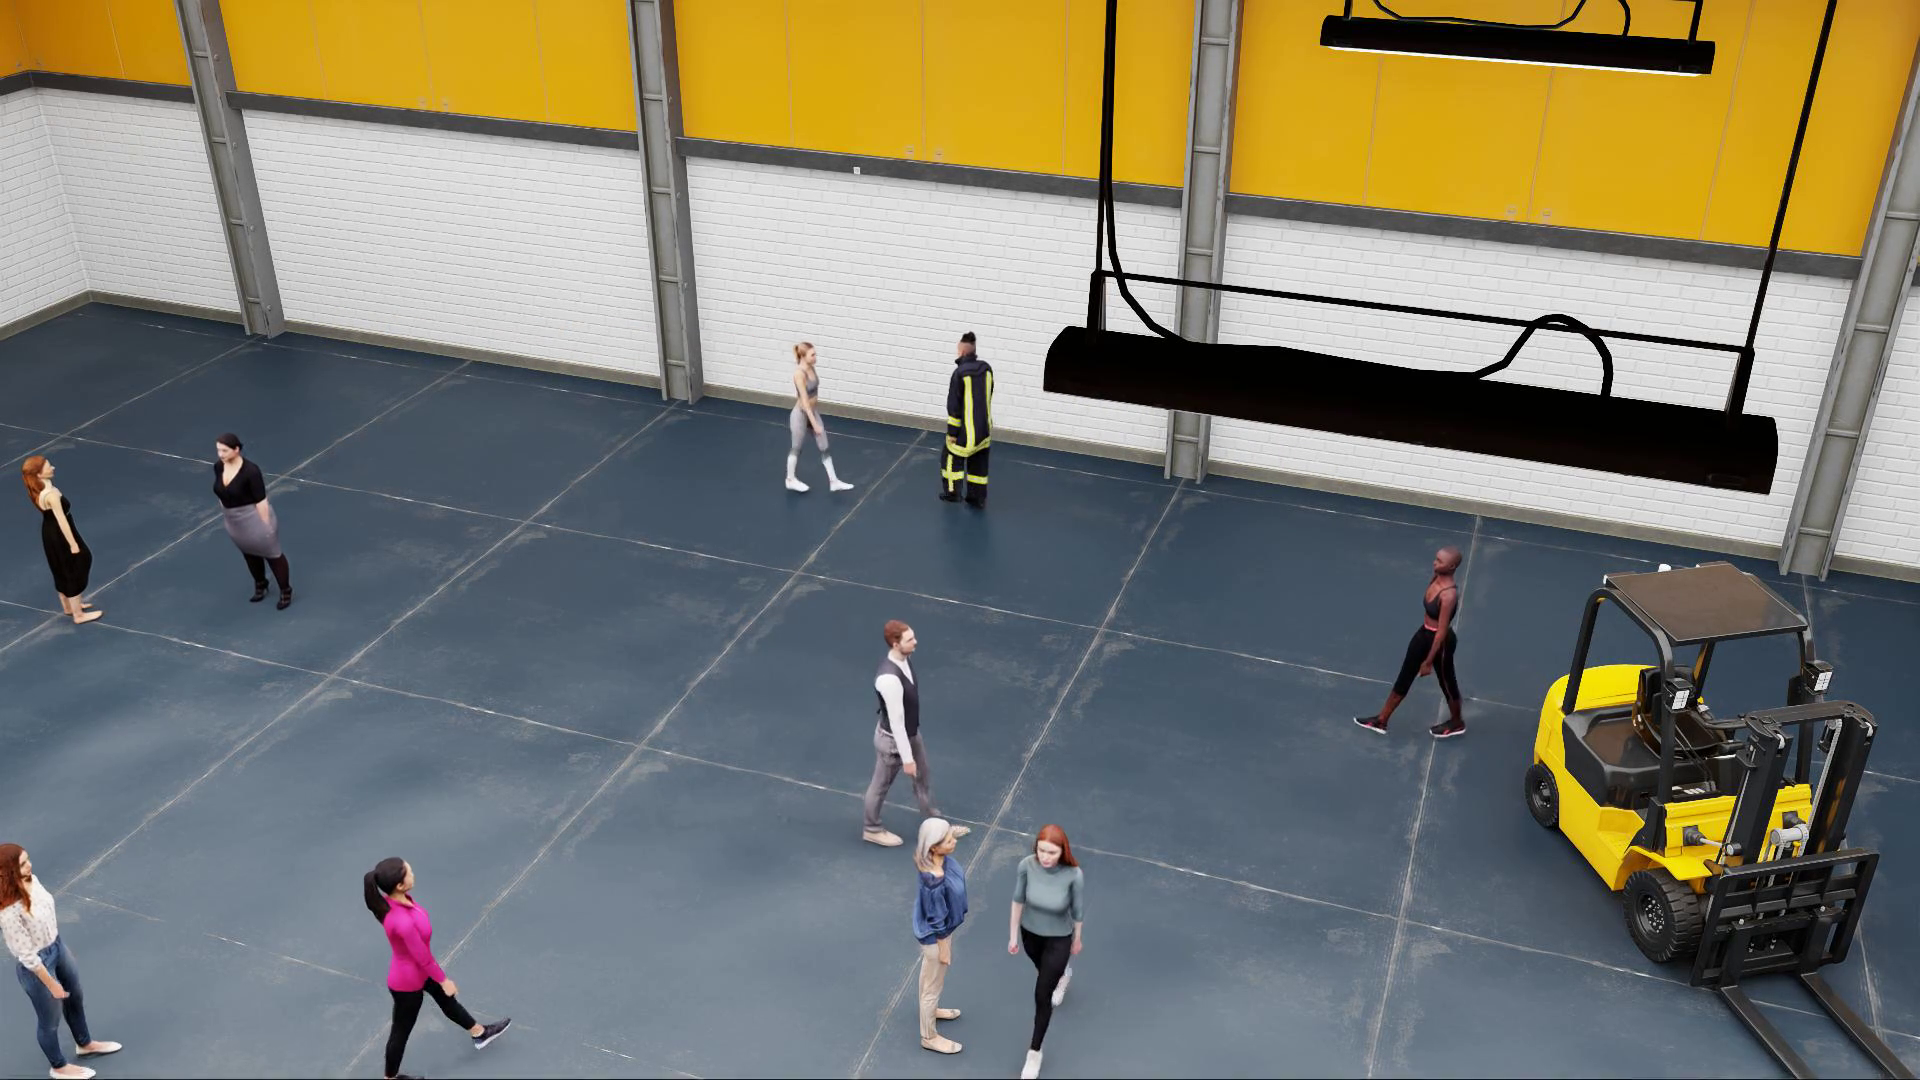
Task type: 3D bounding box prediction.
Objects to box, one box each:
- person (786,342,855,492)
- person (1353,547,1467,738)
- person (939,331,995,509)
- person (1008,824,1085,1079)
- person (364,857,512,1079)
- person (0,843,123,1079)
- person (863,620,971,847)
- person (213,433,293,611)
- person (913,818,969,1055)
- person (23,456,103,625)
[{"bbox_3d":[-1.652,-1.233,16.923,0.971,1.670,0.613,11,31,20],"label":"person"},{"bbox_3d":[3.829,0.849,13.059,1.234,1.715,0.954,-3,29,-6],"label":"person"},{"bbox_3d":[0.150,-1.151,16.582,0.941,1.852,0.952,-22,36,-35],"label":"person"},{"bbox_3d":[0.555,2.398,10.225,1.087,1.710,0.692,12,31,21],"label":"person"},{"bbox_3d":[-3.344,2.625,9.857,1.098,1.664,1.034,-12,31,-21],"label":"person"},{"bbox_3d":[-5.527,2.537,9.954,0.687,1.725,0.676,-1,29,-2],"label":"person"},{"bbox_3d":[-0.543,1.387,11.863,1.048,1.915,0.778,6,29,10],"label":"person"},{"bbox_3d":[-6.353,-0.181,14.909,0.562,1.751,0.720,11,31,19],"label":"person"},{"bbox_3d":[-0.151,2.401,10.231,0.686,1.697,0.691,-1,29,-2],"label":"person"},{"bbox_3d":[-7.988,-0.014,14.739,0.721,1.621,0.631,-24,37,-37],"label":"person"}]
